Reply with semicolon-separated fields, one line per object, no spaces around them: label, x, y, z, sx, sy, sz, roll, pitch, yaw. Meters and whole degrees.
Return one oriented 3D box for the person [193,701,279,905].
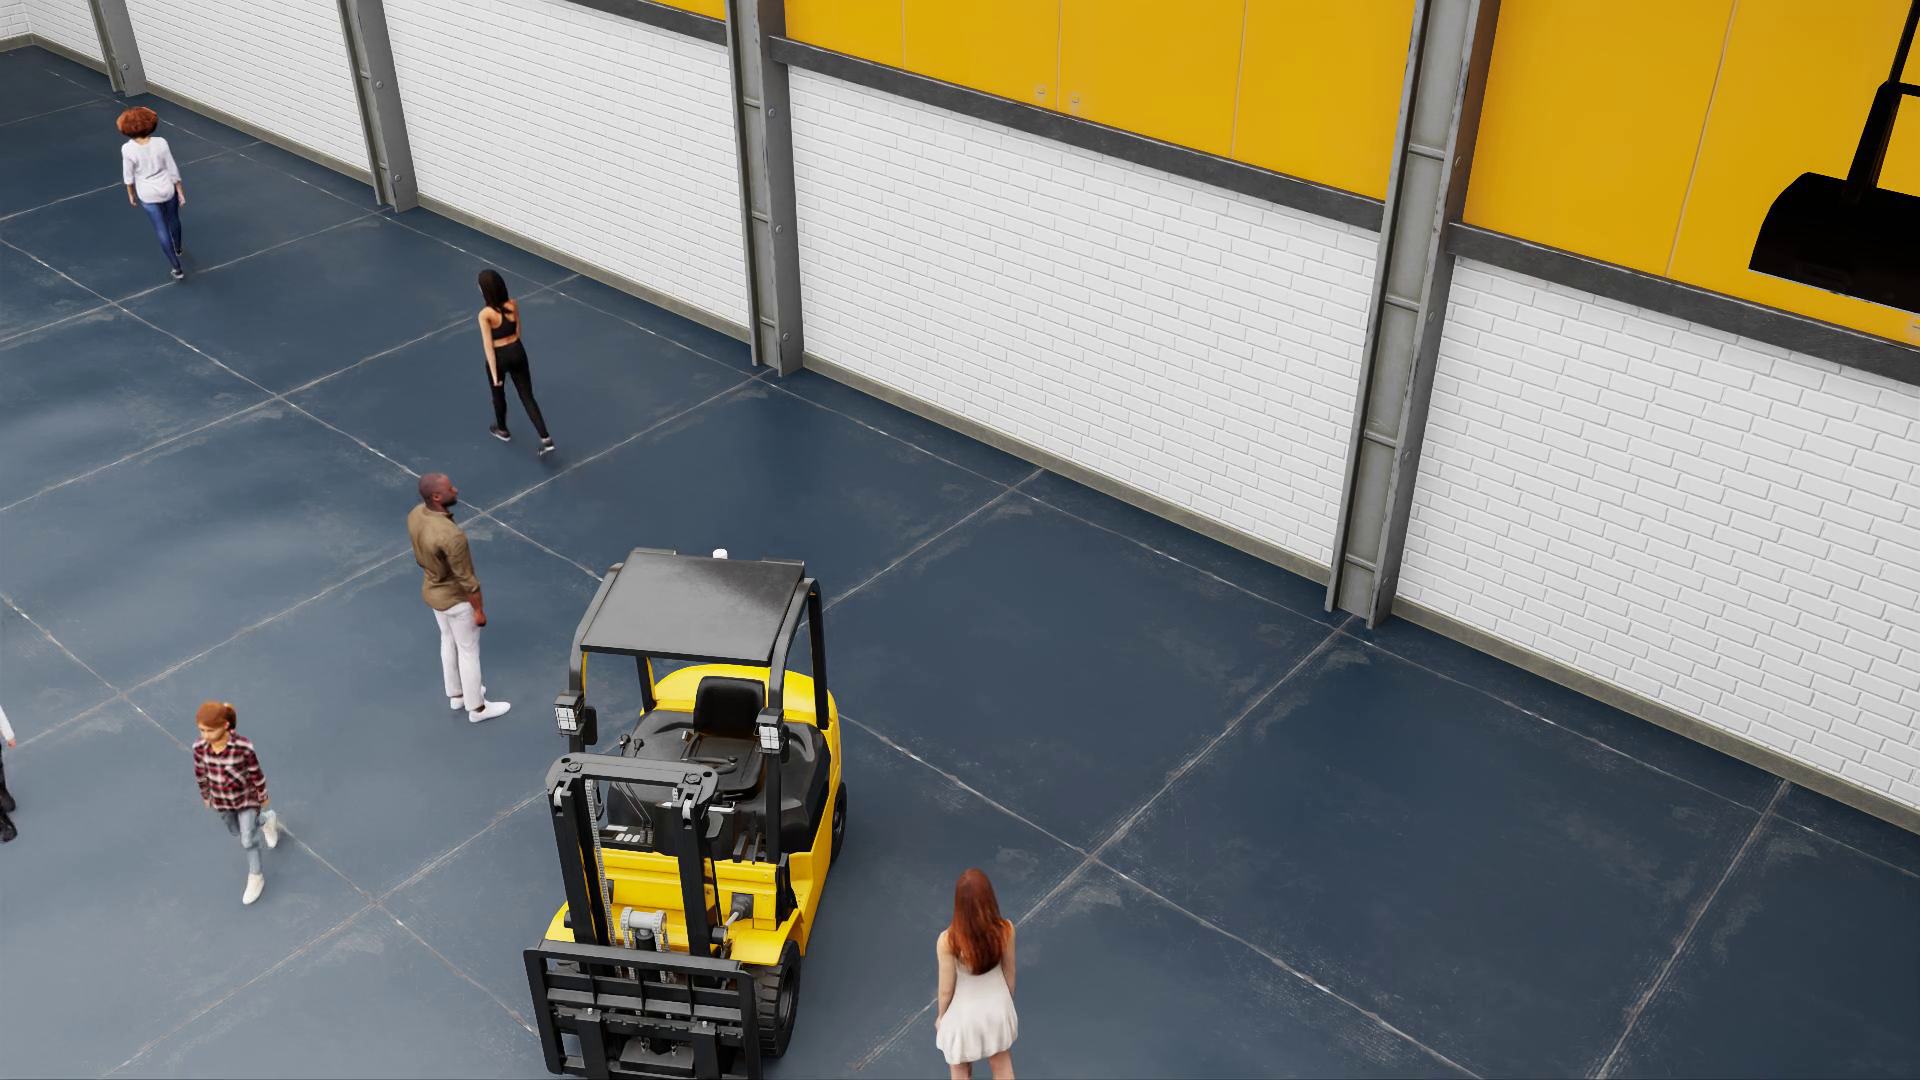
person;-4.168;1.431;9.629;0.861;1.290;0.871;2;34;3

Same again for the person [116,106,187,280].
person;-8.001;-3.431;16.600;0.907;1.671;1.210;-19;38;-26

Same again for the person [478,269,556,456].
person;-3.654;-1.426;13.637;0.656;1.612;1.108;-26;41;-33

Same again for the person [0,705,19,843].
person;-5.963;1.169;10.058;0.583;1.251;0.881;-26;42;-34

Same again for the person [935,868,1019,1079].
person;0.081;2.252;8.016;0.643;1.708;0.677;-10;35;-14

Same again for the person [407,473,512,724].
person;-3.278;0.366;10.749;0.519;1.824;0.797;28;43;35
